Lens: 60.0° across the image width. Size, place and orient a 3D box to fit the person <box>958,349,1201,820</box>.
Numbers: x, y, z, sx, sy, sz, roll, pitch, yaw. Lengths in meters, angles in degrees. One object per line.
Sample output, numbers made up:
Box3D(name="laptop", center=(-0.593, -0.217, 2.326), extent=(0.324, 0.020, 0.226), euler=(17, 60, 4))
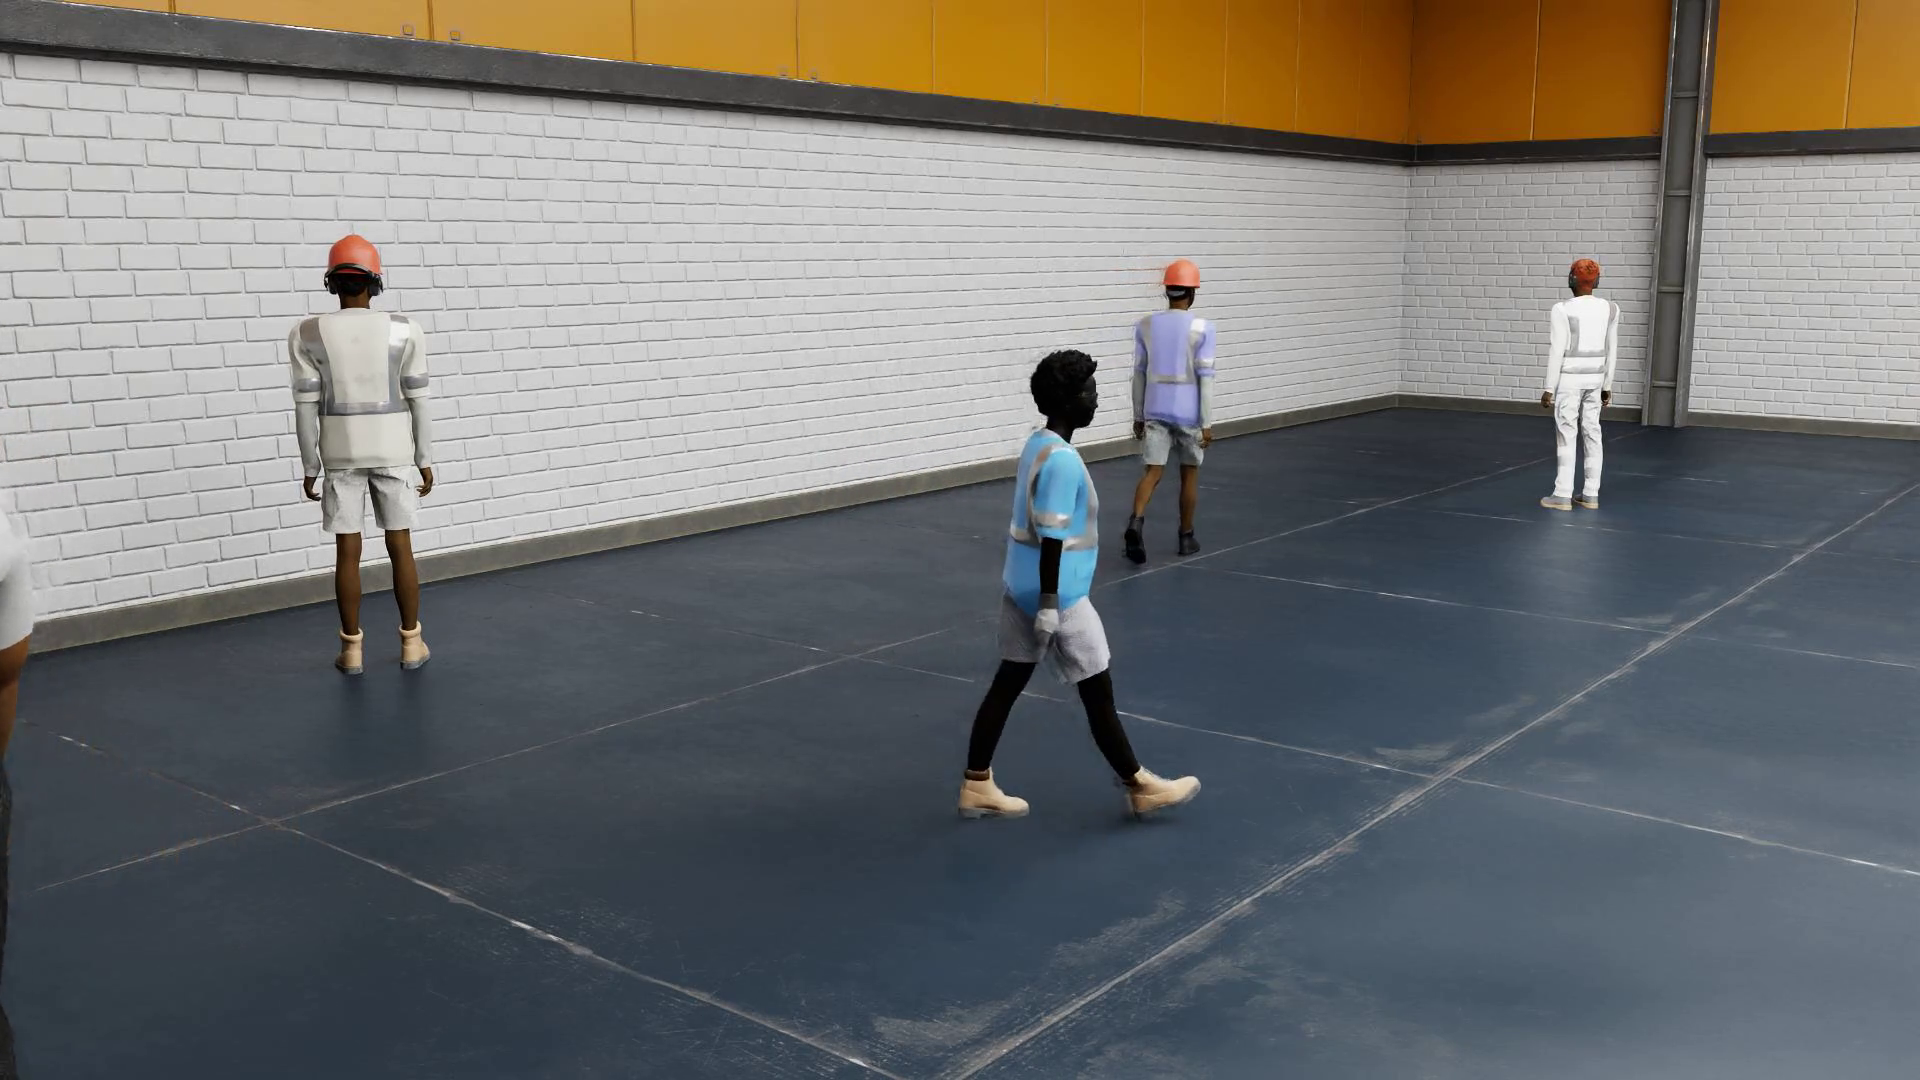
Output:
Box3D(name="person", center=(0.386, 0.171, 5.738), extent=(0.859, 1.643, 0.553), euler=(-1, 10, -7))

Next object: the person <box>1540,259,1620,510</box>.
Box3D(name="person", center=(4.653, -1.164, 12.514), extent=(0.585, 1.882, 0.340), euler=(-3, 11, -16))

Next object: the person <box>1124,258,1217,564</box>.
Box3D(name="person", center=(1.307, -0.799, 10.428), extent=(0.558, 1.917, 0.842), euler=(5, 11, 27))

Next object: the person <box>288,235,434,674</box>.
Box3D(name="person", center=(-2.780, -0.390, 7.783), extent=(0.608, 2.044, 0.371), euler=(-4, 11, -19))
